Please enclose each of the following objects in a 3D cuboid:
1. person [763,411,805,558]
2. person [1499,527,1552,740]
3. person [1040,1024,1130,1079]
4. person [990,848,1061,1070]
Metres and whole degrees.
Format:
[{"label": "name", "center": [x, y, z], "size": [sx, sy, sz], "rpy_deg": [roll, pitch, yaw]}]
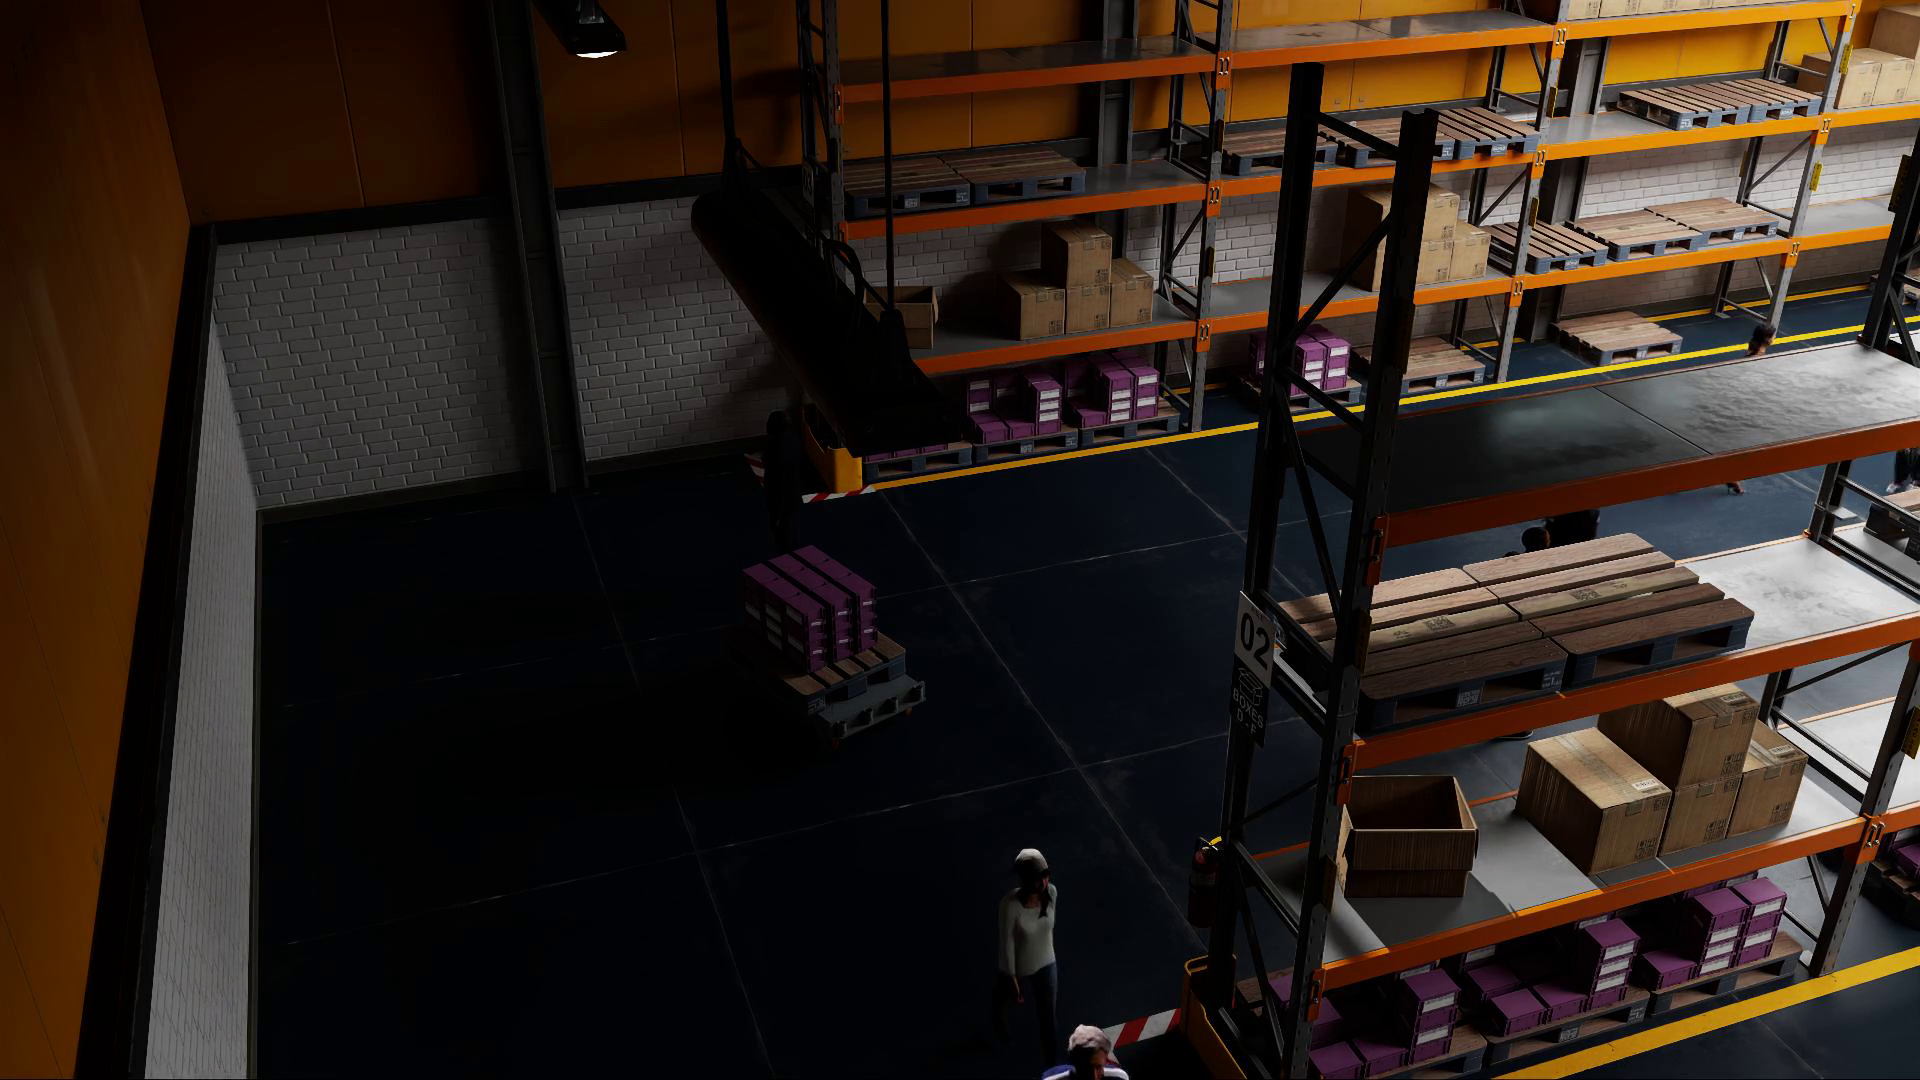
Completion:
[{"label": "person", "center": [-1.566, -0.324, 14.840], "size": [0.763, 1.818, 0.782], "rpy_deg": [3, 29, 5]}, {"label": "person", "center": [4.331, 0.703, 12.955], "size": [0.545, 1.821, 0.663], "rpy_deg": [-11, 30, -19]}, {"label": "person", "center": [0.587, 3.135, 8.511], "size": [1.142, 1.808, 0.874], "rpy_deg": [-3, 29, -6]}, {"label": "person", "center": [0.346, 2.481, 9.924], "size": [1.068, 1.602, 0.716], "rpy_deg": [-13, 31, -23]}]
